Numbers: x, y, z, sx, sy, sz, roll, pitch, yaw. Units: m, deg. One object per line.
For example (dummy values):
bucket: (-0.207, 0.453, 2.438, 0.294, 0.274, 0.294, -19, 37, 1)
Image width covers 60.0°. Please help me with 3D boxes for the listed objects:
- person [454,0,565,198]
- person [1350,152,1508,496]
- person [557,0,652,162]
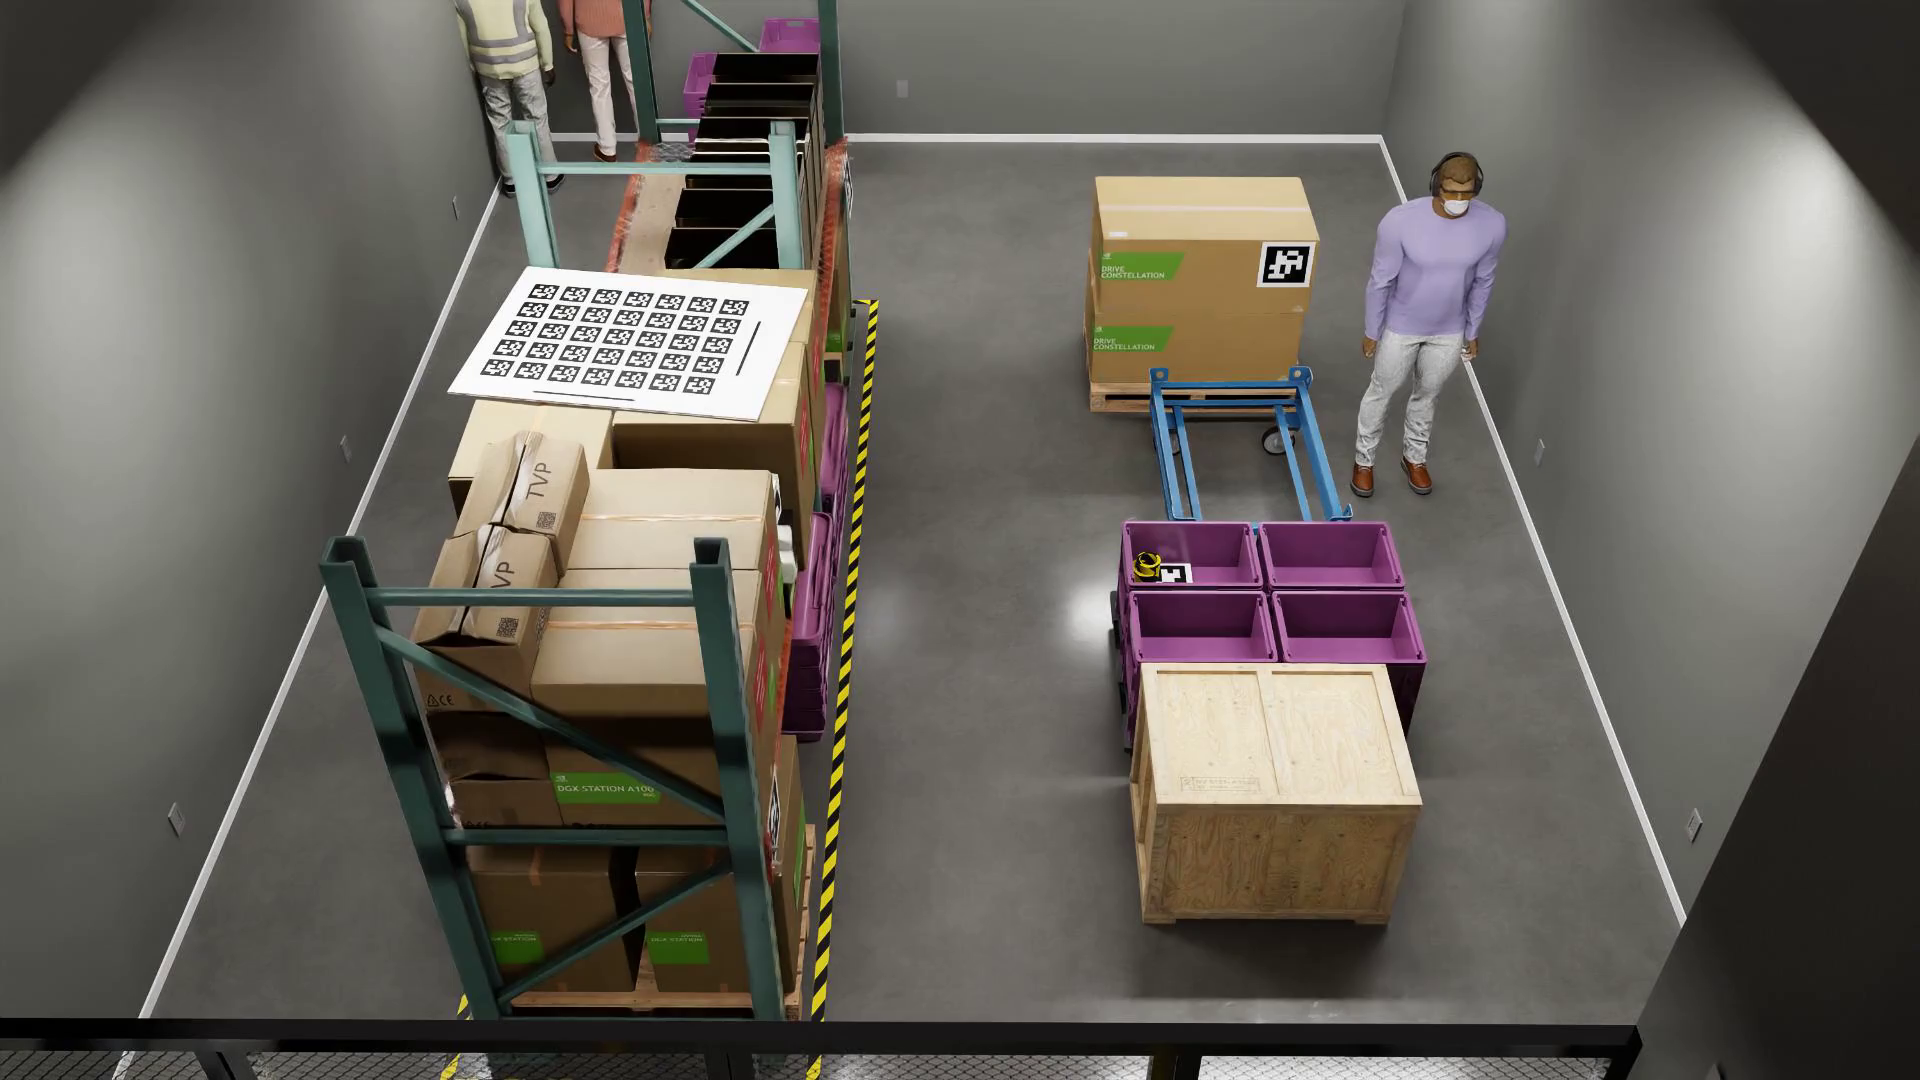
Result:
person: (-2.913, -3.083, 10.709, 0.602, 1.828, 0.404, -5, 42, -6)
person: (2.320, -1.063, 8.326, 0.631, 1.940, 0.372, -2, 41, -2)
person: (-2.336, -3.430, 10.983, 0.623, 1.993, 0.384, -16, 44, -18)
